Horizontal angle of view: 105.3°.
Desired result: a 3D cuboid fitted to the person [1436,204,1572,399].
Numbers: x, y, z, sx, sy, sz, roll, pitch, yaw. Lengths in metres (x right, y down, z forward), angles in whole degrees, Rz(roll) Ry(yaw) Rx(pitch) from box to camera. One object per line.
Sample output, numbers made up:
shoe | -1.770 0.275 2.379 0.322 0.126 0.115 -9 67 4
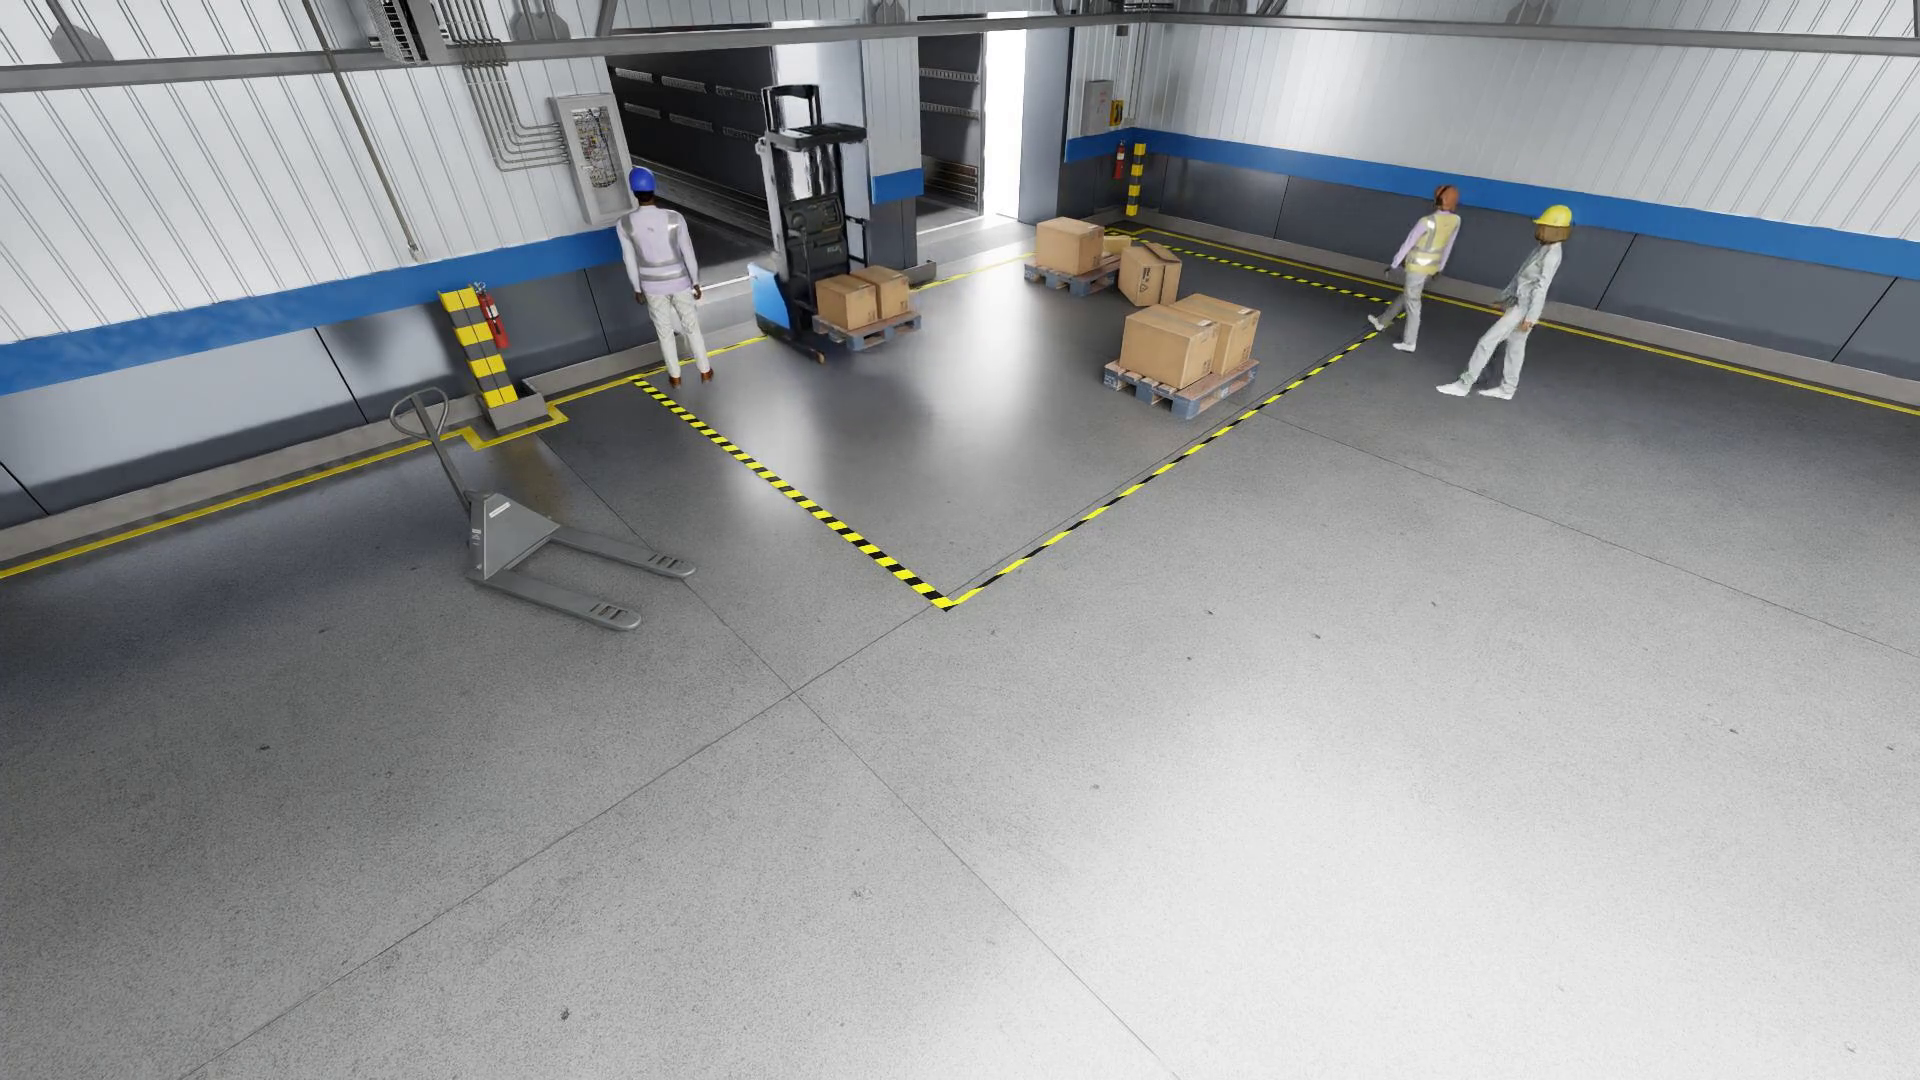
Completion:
person | 4.965 -2.091 6.586 0.650 1.725 0.498 20 42 23

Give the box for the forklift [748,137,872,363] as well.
forklift | -1.755 -3.142 7.684 0.716 2.013 0.776 -30 47 -33

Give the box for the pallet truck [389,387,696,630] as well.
pallet truck | -2.613 -0.247 4.593 1.601 1.201 0.680 14 40 17

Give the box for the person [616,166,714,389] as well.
person | -2.695 -2.349 6.733 0.608 1.946 0.403 -12 39 -15

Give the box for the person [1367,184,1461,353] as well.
person | 4.718 -2.847 7.656 0.529 1.602 0.814 -13 40 -16
